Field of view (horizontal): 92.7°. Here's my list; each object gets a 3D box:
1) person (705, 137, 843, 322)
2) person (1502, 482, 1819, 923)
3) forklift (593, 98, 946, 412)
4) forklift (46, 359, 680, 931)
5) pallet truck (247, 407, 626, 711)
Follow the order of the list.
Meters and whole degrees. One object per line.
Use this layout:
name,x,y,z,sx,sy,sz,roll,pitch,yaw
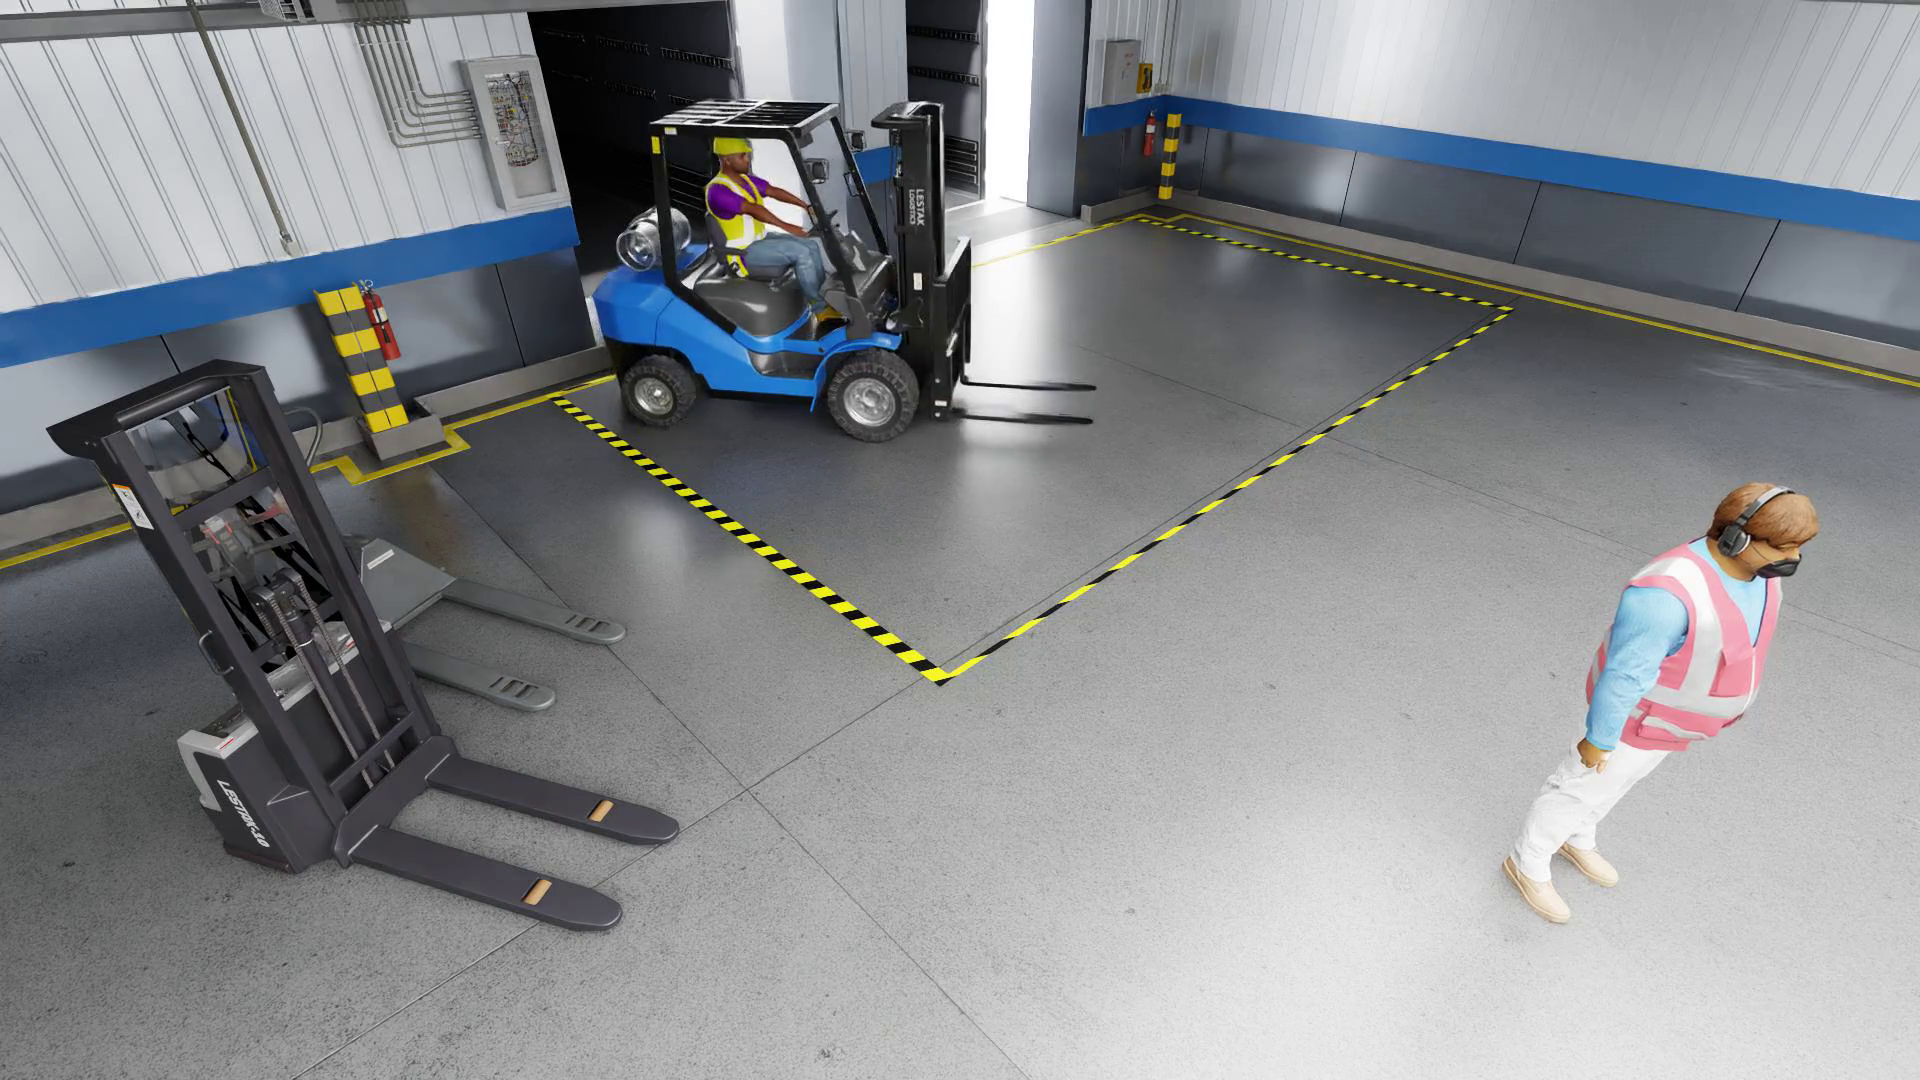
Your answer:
person,-1.272,-2.247,6.629,1.004,1.293,0.635,5,35,8
person,2.426,0.607,3.219,0.634,1.841,0.429,-17,38,-23
forklift,-1.330,-2.102,6.749,2.680,2.036,1.157,5,35,8
forklift,-2.135,0.422,3.354,1.885,1.965,0.823,10,35,14
pallet truck,-2.628,0.038,4.590,1.601,1.201,0.680,12,36,18
